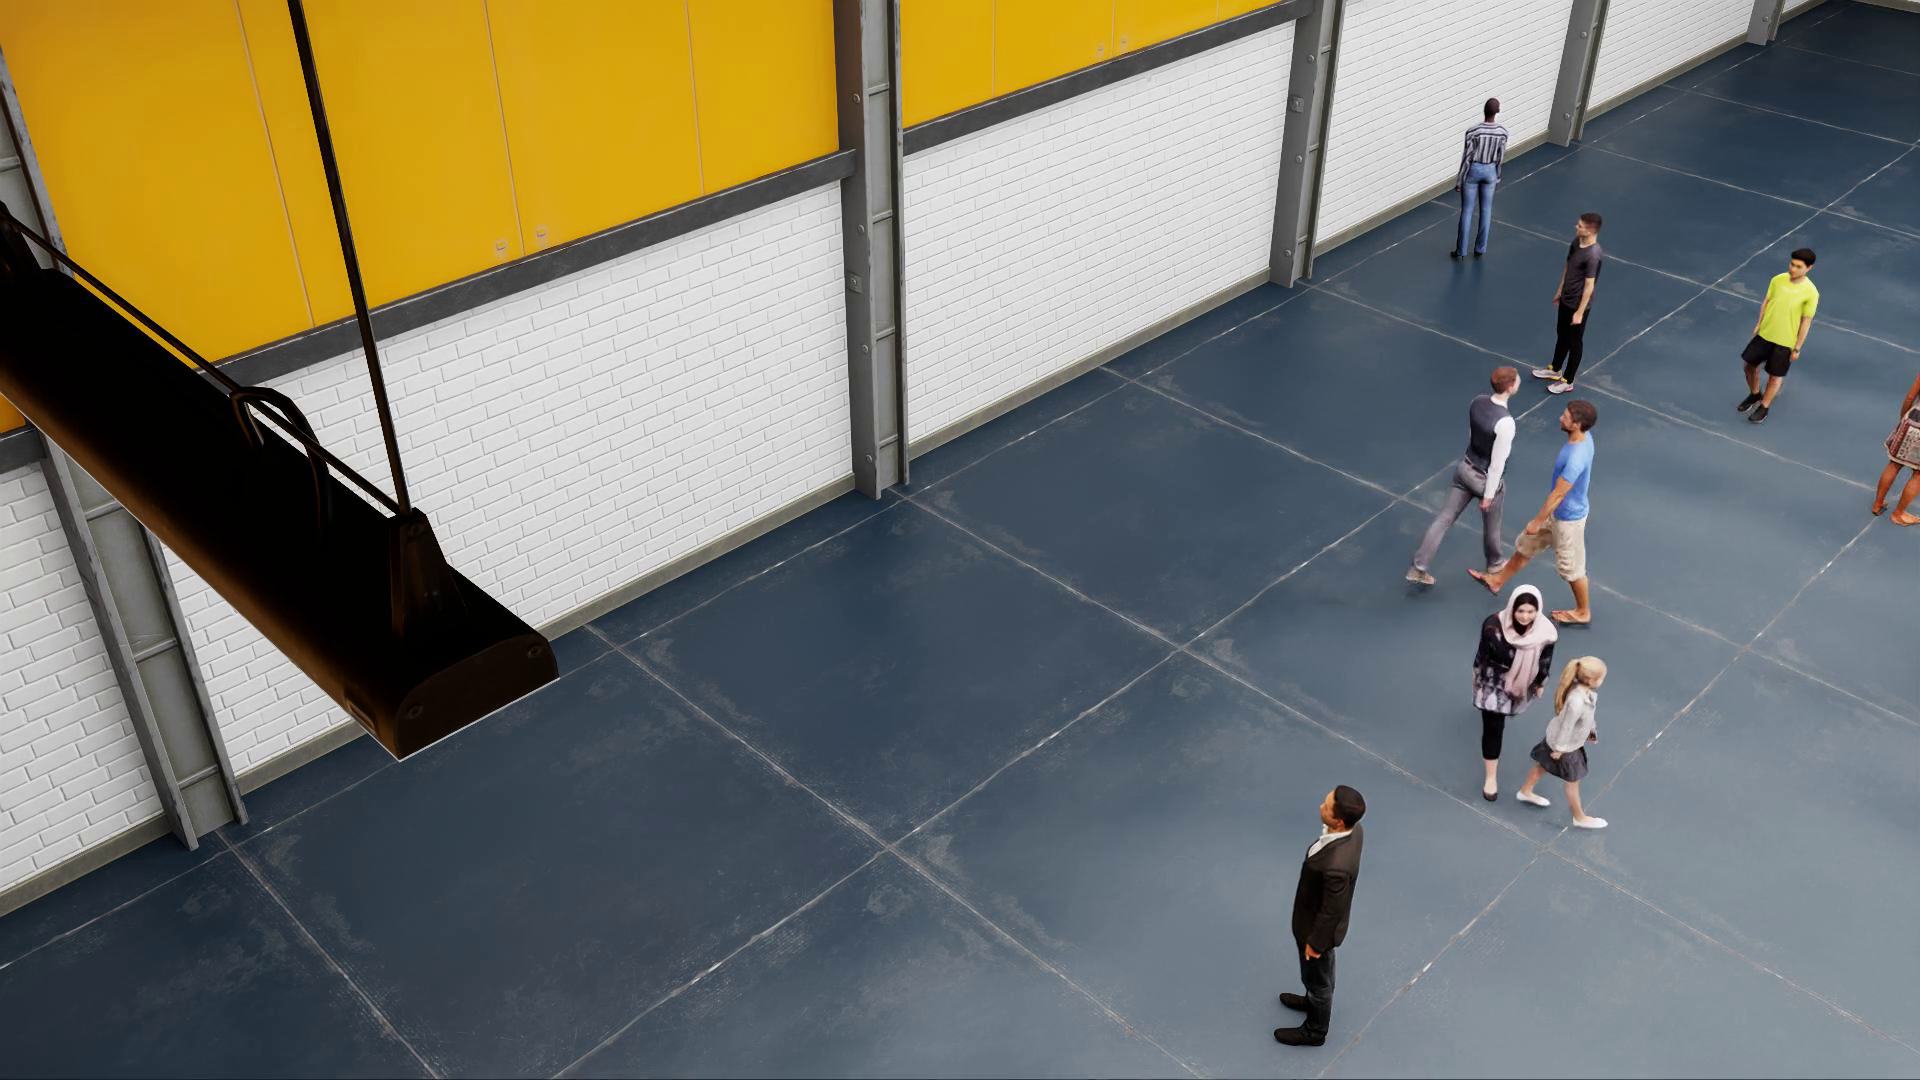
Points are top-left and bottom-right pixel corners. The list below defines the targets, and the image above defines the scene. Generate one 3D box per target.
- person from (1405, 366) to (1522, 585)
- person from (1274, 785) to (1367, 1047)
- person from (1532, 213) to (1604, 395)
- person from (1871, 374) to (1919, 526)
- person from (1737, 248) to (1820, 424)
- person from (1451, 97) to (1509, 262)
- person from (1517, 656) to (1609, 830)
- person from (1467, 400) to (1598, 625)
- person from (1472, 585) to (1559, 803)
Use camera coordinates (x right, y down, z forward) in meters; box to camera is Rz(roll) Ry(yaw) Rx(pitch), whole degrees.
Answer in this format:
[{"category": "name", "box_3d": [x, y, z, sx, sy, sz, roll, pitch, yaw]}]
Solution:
[{"category": "person", "box_3d": [3.878, -0.452, 12.679, 1.351, 1.904, 1.022, -12, 35, -17]}, {"category": "person", "box_3d": [1.979, 2.034, 9.029, 0.818, 1.805, 0.672, 8, 35, 13]}, {"category": "person", "box_3d": [5.730, -2.219, 15.466, 0.766, 1.762, 0.725, -3, 34, -4]}, {"category": "person", "box_3d": [7.857, -0.887, 13.570, 0.644, 1.642, 0.728, -22, 39, -29]}, {"category": "person", "box_3d": [7.430, -1.873, 15.003, 0.680, 1.700, 0.703, -21, 39, -29]}, {"category": "person", "box_3d": [5.603, -3.886, 17.946, 0.700, 1.794, 0.777, -2, 34, -4]}, {"category": "person", "box_3d": [3.836, 1.257, 10.698, 0.742, 1.252, 0.803, 13, 36, 18]}, {"category": "person", "box_3d": [4.567, -0.150, 12.304, 1.044, 1.817, 1.233, 12, 36, 18]}, {"category": "person", "box_3d": [3.595, 0.872, 10.975, 1.074, 1.586, 1.221, 4, 34, 6]}]
